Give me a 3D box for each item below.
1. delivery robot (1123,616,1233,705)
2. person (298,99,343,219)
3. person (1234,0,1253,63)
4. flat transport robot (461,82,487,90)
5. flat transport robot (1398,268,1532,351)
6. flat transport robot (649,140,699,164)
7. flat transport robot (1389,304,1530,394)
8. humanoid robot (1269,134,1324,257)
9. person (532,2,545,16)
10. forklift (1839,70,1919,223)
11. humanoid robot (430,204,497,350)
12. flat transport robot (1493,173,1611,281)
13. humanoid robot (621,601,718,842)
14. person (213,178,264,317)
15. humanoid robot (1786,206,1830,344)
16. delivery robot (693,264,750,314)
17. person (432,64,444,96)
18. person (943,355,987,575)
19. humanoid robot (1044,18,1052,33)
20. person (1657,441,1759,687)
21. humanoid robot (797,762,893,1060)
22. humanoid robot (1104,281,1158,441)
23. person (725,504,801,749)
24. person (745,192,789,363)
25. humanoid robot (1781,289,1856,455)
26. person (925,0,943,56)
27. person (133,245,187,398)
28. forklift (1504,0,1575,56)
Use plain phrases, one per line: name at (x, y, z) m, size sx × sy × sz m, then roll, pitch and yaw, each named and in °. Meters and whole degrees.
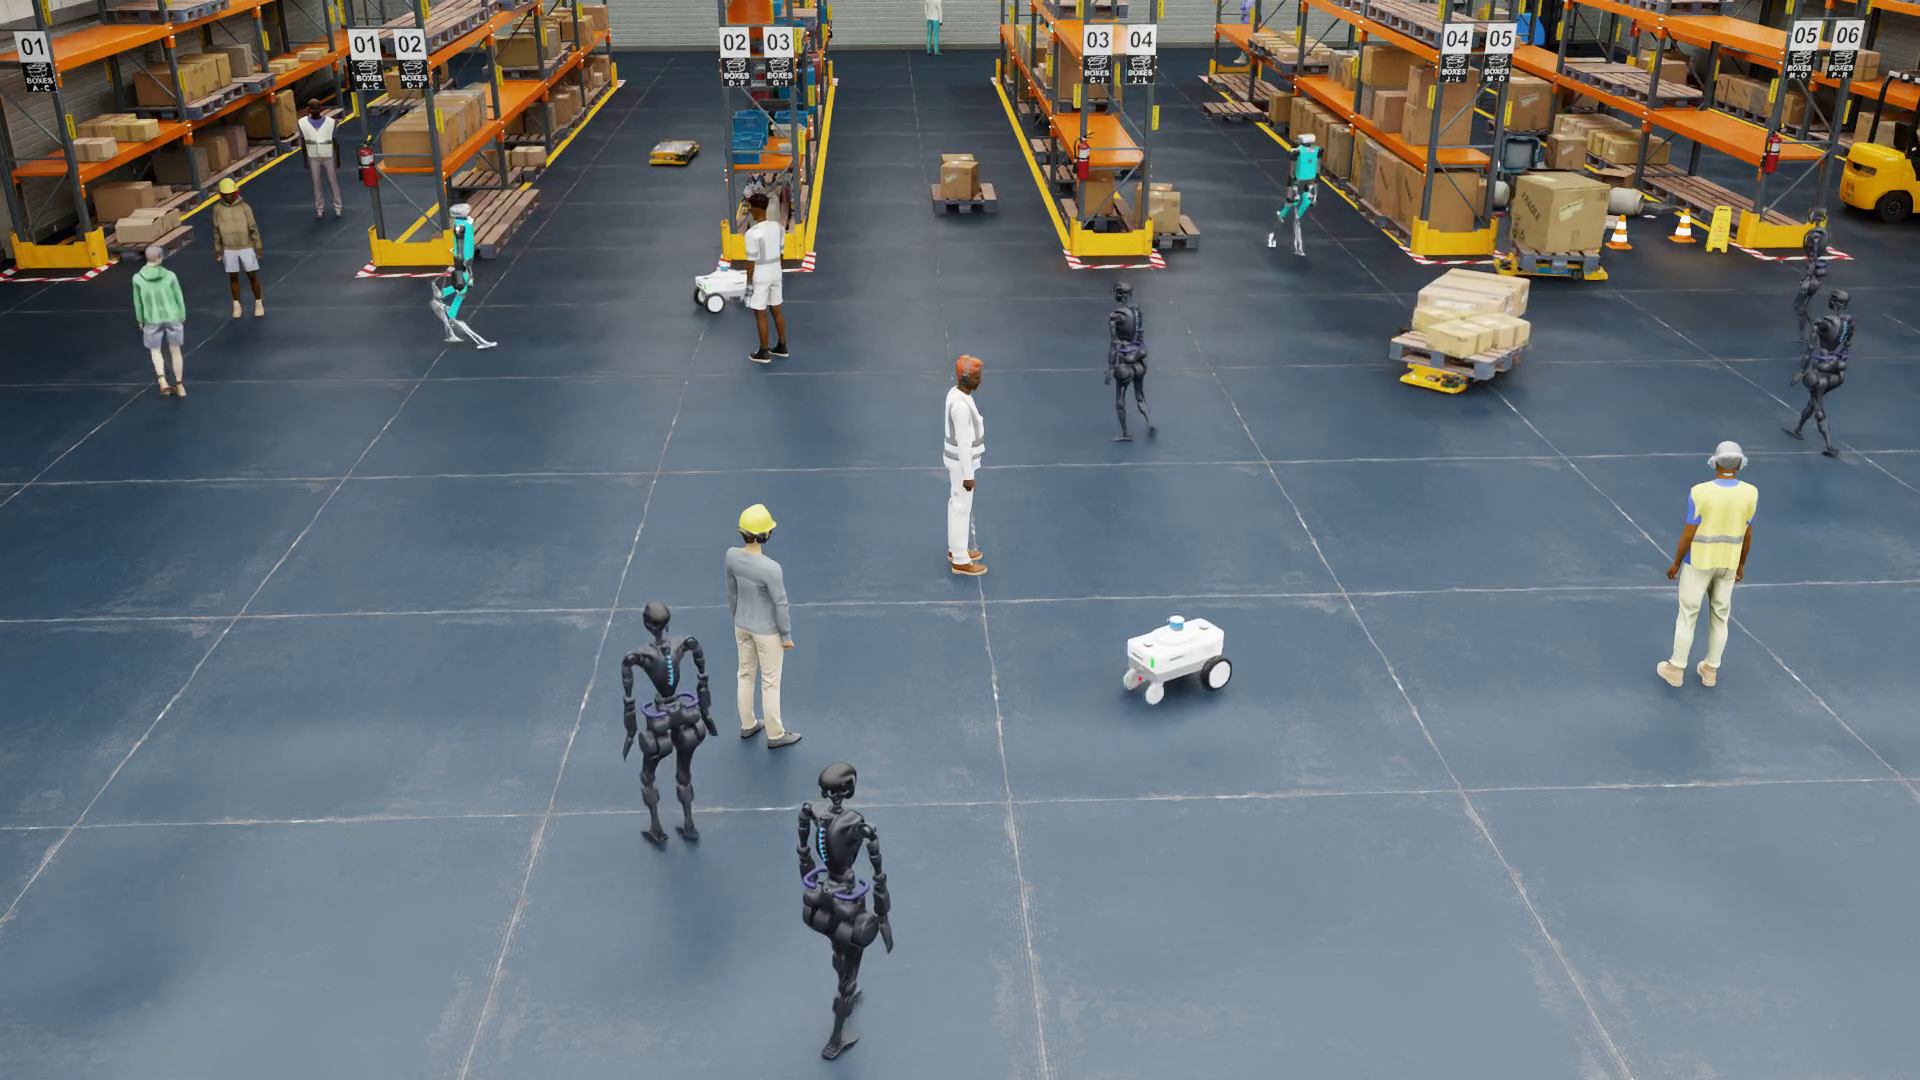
delivery robot at (1.598, 0.852, 12.231) m, size 0.818 × 0.614 × 0.499 m, roll -14°, pitch 28°, yaw -29°
person at (-9.937, -5.946, 25.908) m, size 0.559 × 1.839 × 0.388 m, roll -6°, pitch 25°, yaw -14°
person at (7.051, -12.730, 41.207) m, size 0.426 × 1.791 × 0.603 m, roll -1°, pitch 24°, yaw -3°
flat transport robot at (-10.576, -9.884, 36.682) m, size 0.659 × 0.231 × 1.431 m, roll -1°, pitch 24°, yaw -2°
flat transport robot at (6.024, -2.392, 19.848) m, size 1.431 × 0.231 × 0.659 m, roll 15°, pitch 28°, yaw 30°
flat transport robot at (-5.221, -7.074, 30.368) m, size 0.659 × 0.231 × 1.431 m, roll 1°, pitch 24°, yaw 1°
flat transport robot at (5.646, -1.970, 18.898) m, size 0.659 × 0.231 × 1.431 m, roll 20°, pitch 31°, yaw 38°
humanoid robot at (4.759, -4.984, 23.913) m, size 0.549 × 1.804 × 0.900 m, roll -10°, pitch 26°, yaw -20°
person at (-10.410, -12.663, 40.964) m, size 0.527 × 1.862 × 0.377 m, roll 1°, pitch 24°, yaw 1°
forklift at (15.132, -6.143, 25.915) m, size 2.313 × 2.155 × 1.214 m, roll -1°, pitch 24°, yaw -2°
humanoid robot at (-5.968, -3.065, 19.568) m, size 0.904 × 1.769 × 0.544 m, roll -1°, pitch 24°, yaw -2°
flat transport robot at (8.158, -3.788, 22.985) m, size 1.431 × 0.231 × 0.659 m, roll 4°, pitch 24°, yaw 9°
humanoid robot at (-1.788, 1.117, 10.229) m, size 0.611 × 1.642 × 0.344 m, roll -14°, pitch 28°, yaw -29°
person at (-9.076, -3.684, 20.925) m, size 0.551 × 1.756 × 0.411 m, roll -5°, pitch 24°, yaw -11°
humanoid robot at (10.190, -3.150, 19.831) m, size 0.424 × 1.641 × 0.610 m, roll 12°, pitch 26°, yaw 24°
delivery robot at (-3.054, -3.237, 21.415) m, size 0.783 × 0.612 × 0.525 m, roll -12°, pitch 27°, yaw -25°
person at (-10.911, -9.651, 34.428) m, size 0.545 × 1.667 × 0.696 m, roll 12°, pitch 27°, yaw 25°
person at (0.041, -0.635, 13.911) m, size 0.356 × 1.887 × 0.572 m, roll -2°, pitch 24°, yaw -4°
humanoid robot at (2.328, -12.978, 41.664) m, size 0.735 × 1.677 × 0.533 m, roll 5°, pitch 24°, yaw 10°
person at (5.430, 0.193, 12.047) m, size 0.531 × 1.892 × 0.400 m, roll 1°, pitch 24°, yaw 3°
humanoid robot at (-0.582, 1.859, 8.575) m, size 0.583 × 1.639 × 0.557 m, roll 15°, pitch 28°, yaw 30°
humanoid robot at (1.740, -1.789, 16.771) m, size 0.481 × 1.645 × 0.606 m, roll 19°, pitch 30°, yaw 36°
person at (-1.353, 0.586, 11.314) m, size 0.524 × 1.768 × 0.308 m, roll 17°, pitch 29°, yaw 34°
person at (-2.257, -3.037, 19.227) m, size 0.366 × 1.956 × 0.602 m, roll 17°, pitch 29°, yaw 33°
humanoid robot at (8.641, -1.688, 16.617) m, size 0.603 × 1.642 × 0.816 m, roll -8°, pitch 25°, yaw -17°
person at (-0.659, -13.291, 42.498) m, size 0.533 × 1.765 × 0.308 m, roll 19°, pitch 30°, yaw 36°
person at (-8.616, -2.345, 17.972) m, size 0.500 × 1.708 × 0.499 m, roll -10°, pitch 26°, yaw -21°
forklift at (14.700, -13.805, 42.301) m, size 1.873 × 2.768 × 1.129 m, roll -1°, pitch 24°, yaw -2°
